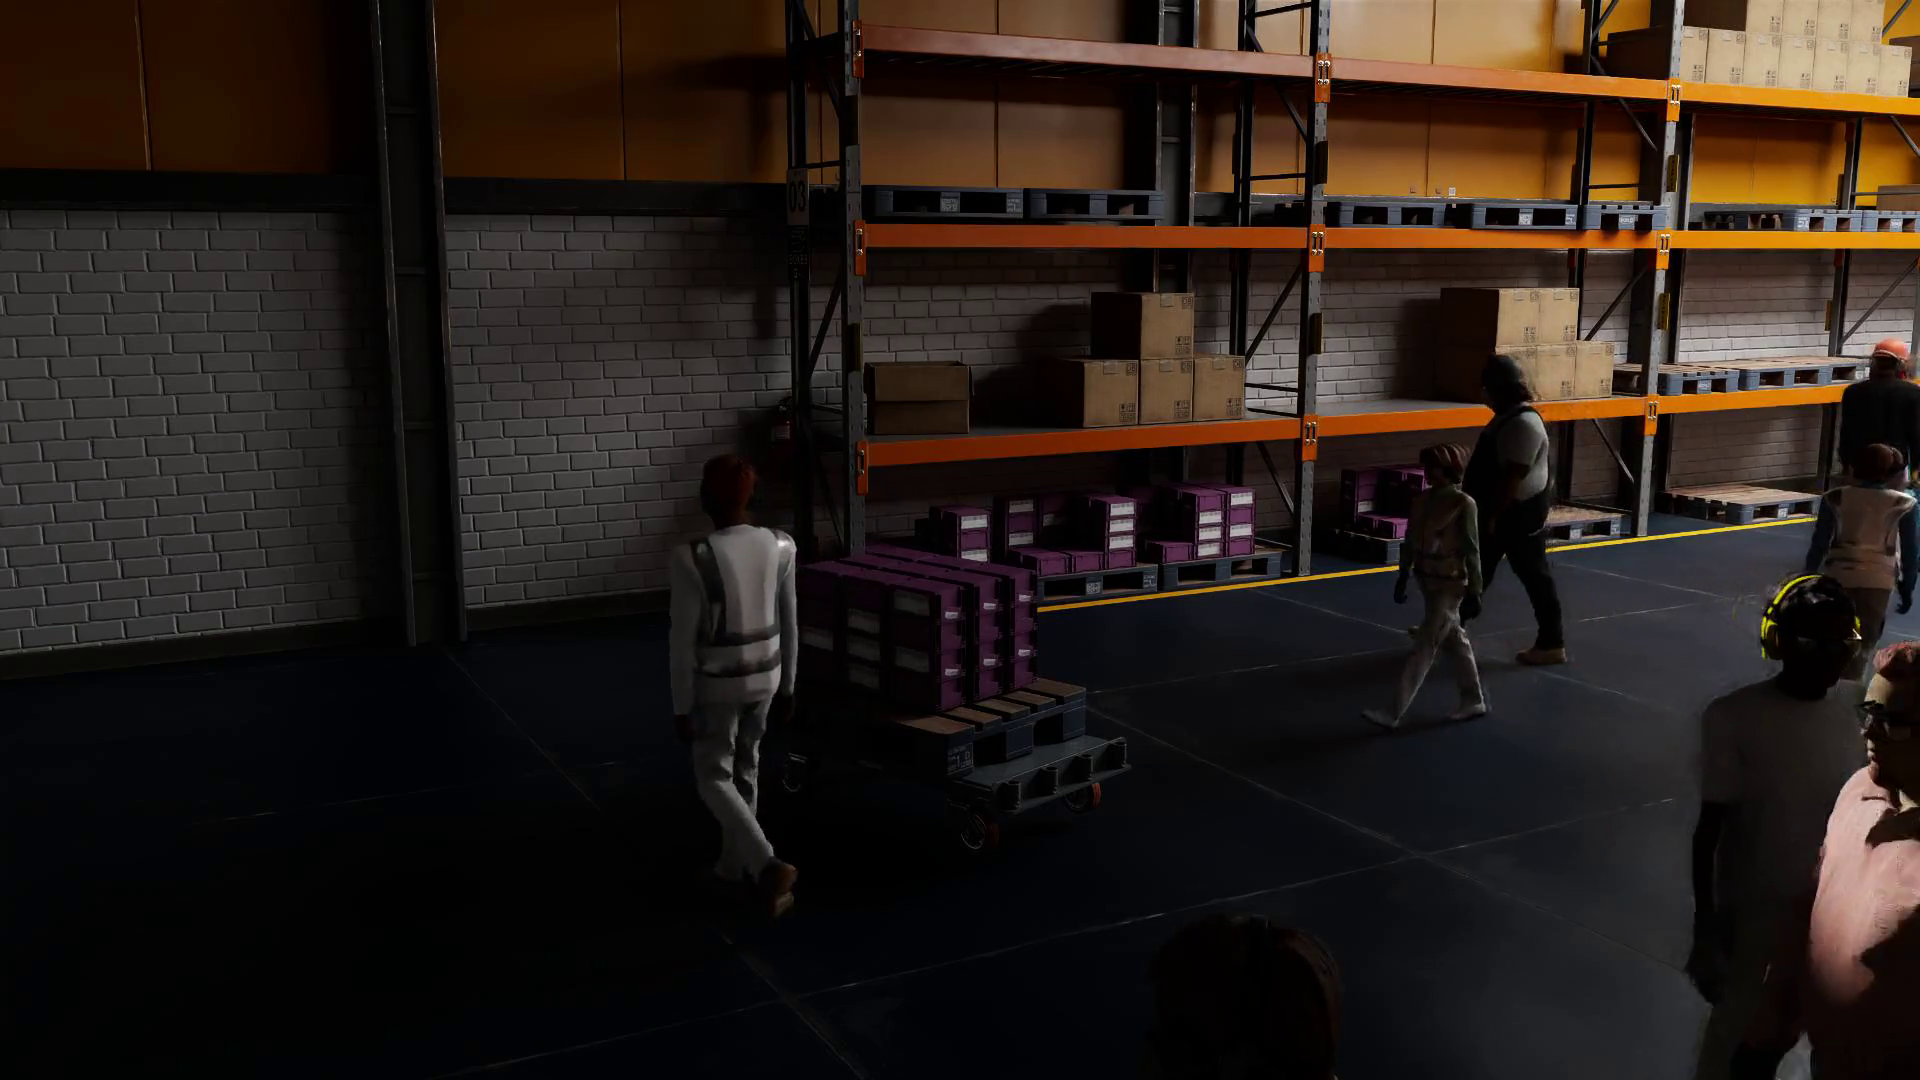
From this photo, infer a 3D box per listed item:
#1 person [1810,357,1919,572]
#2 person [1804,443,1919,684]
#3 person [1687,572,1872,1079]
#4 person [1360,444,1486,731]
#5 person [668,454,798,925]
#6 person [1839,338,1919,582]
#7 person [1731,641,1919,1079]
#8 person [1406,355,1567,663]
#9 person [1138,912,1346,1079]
[{"bbox_3d":[7.638,-0.640,13.811,0.929,1.796,0.569,4,11,22],"label":"person"},{"bbox_3d":[4.964,0.266,9.210,0.553,1.594,0.879,9,13,43],"label":"person"},{"bbox_3d":[2.149,1.001,4.247,0.568,1.834,0.829,0,10,-2],"label":"person"},{"bbox_3d":[2.607,0.263,9.193,0.879,1.587,0.537,-3,10,-18],"label":"person"},{"bbox_3d":[-0.855,0.593,6.555,0.583,1.863,0.752,-8,13,-39],"label":"person"},{"bbox_3d":[7.307,-0.611,13.206,0.629,1.957,0.588,8,13,39],"label":"person"},{"bbox_3d":[1.809,1.127,3.398,0.758,1.881,0.657,1,10,3],"label":"person"},{"bbox_3d":[3.466,-0.217,10.693,1.003,2.000,0.693,0,10,1],"label":"person"},{"bbox_3d":[0.346,1.365,2.163,0.428,1.844,0.623,1,10,8],"label":"person"}]
